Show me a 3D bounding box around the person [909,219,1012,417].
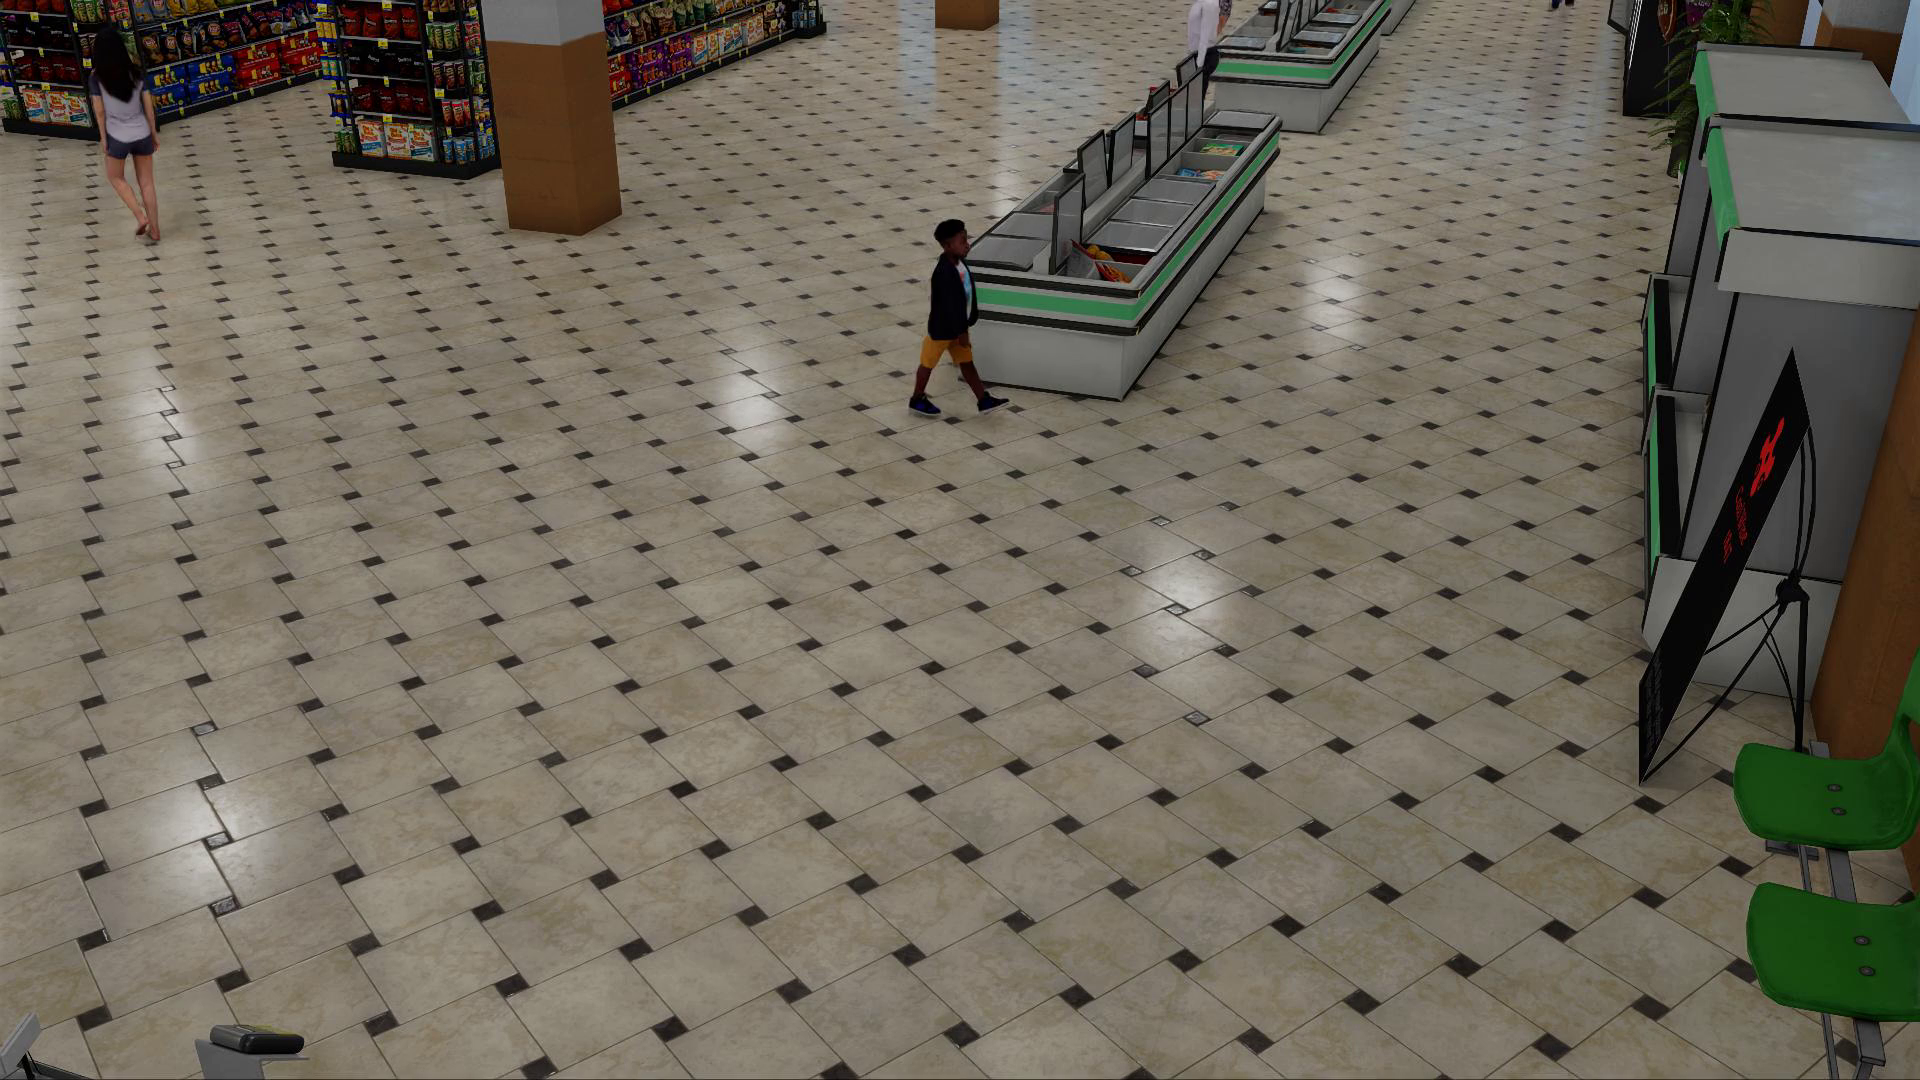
[{"bbox_3d":[-0.141,-1.327,10.156,0.586,1.236,0.795,11,29,20],"label":"person"}]

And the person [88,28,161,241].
[{"bbox_3d":[-6.682,-3.227,13.396,0.719,1.694,0.792,-22,34,-37],"label":"person"}]
